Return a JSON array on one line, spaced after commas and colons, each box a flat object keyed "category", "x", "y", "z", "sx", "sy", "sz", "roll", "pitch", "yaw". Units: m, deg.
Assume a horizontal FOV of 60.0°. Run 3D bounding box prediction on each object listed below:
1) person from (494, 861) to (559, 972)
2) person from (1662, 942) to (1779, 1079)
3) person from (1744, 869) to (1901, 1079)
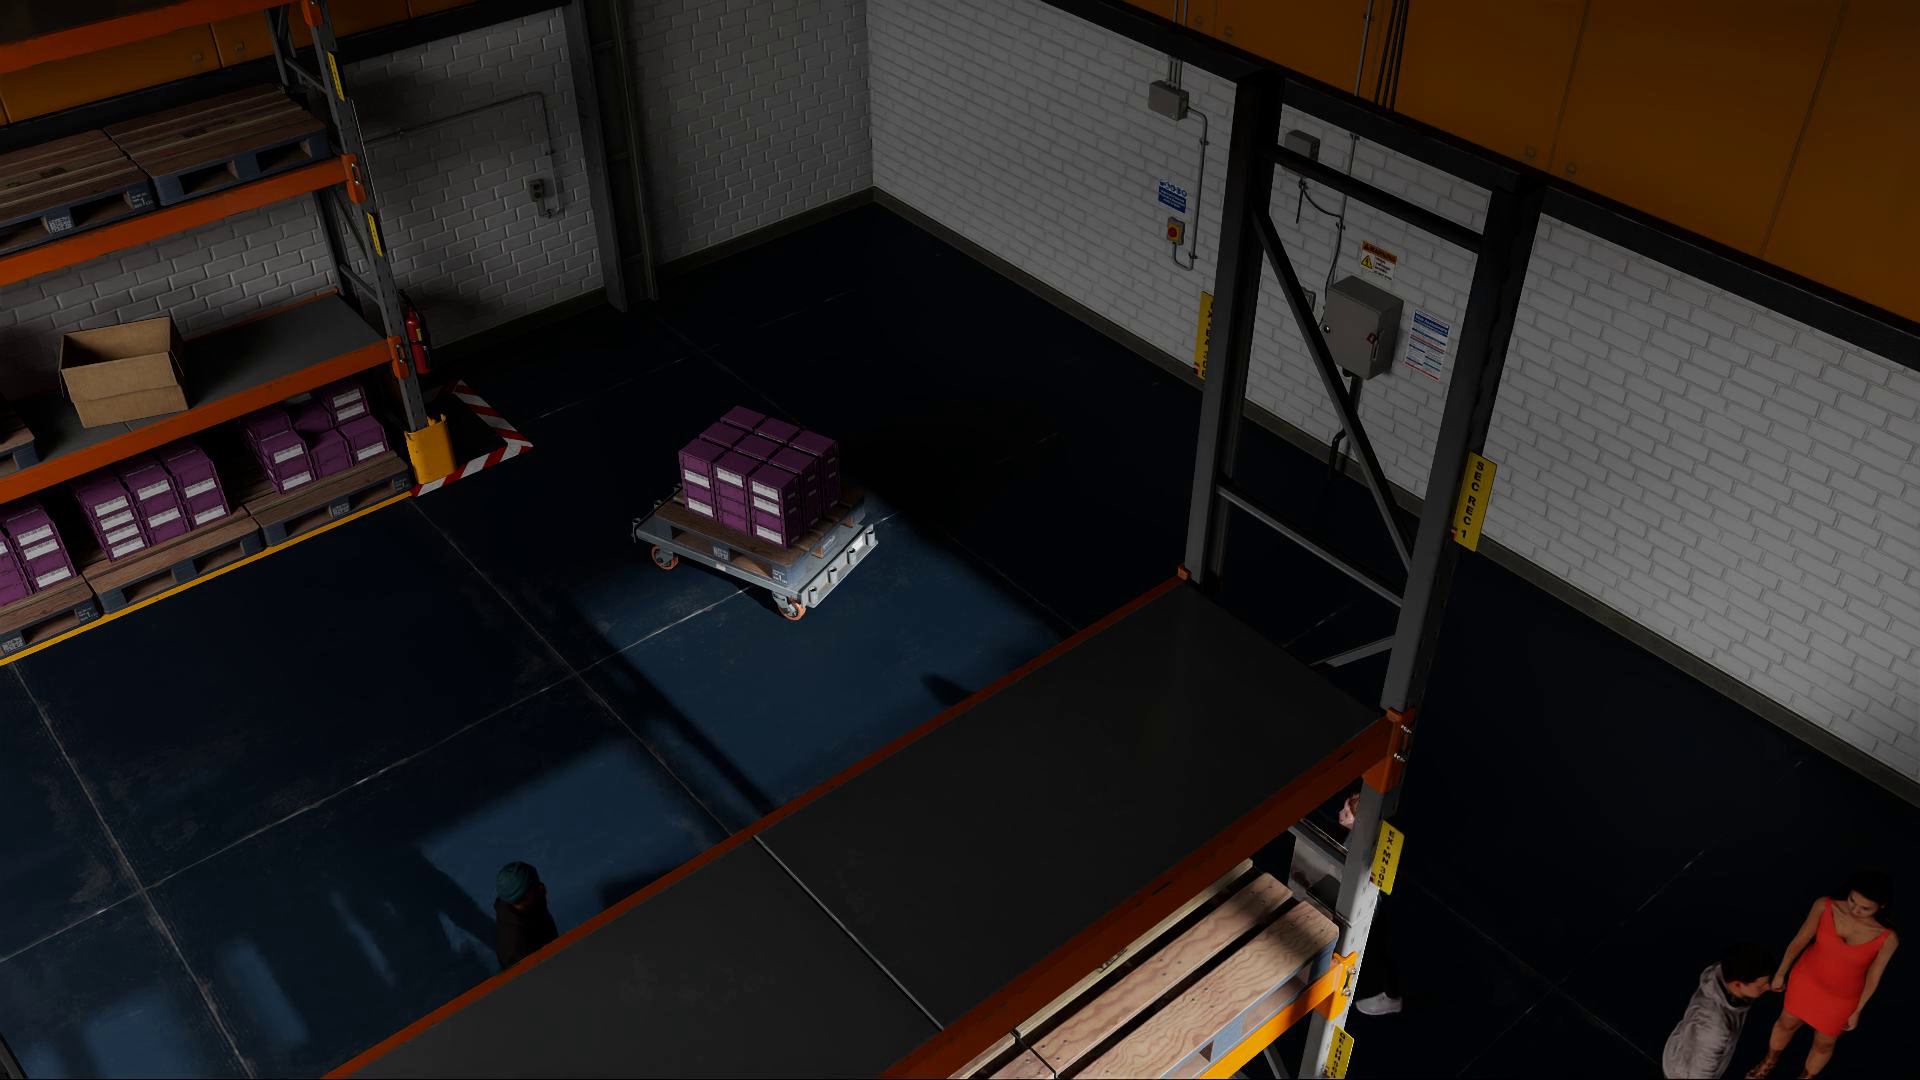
[{"category": "person", "x": -2.239, "y": 2.324, "z": 8.499, "sx": 1.285, "sy": 1.770, "sz": 1.095, "roll": -5, "pitch": 39, "yaw": -6}, {"category": "person", "x": 3.584, "y": 2.553, "z": 8.144, "sx": 0.796, "sy": 1.855, "sz": 0.633, "roll": 21, "pitch": 43, "yaw": 24}, {"category": "person", "x": 4.471, "y": 2.292, "z": 8.580, "sx": 0.621, "sy": 1.719, "sz": 0.582, "roll": 29, "pitch": 47, "yaw": 31}]
